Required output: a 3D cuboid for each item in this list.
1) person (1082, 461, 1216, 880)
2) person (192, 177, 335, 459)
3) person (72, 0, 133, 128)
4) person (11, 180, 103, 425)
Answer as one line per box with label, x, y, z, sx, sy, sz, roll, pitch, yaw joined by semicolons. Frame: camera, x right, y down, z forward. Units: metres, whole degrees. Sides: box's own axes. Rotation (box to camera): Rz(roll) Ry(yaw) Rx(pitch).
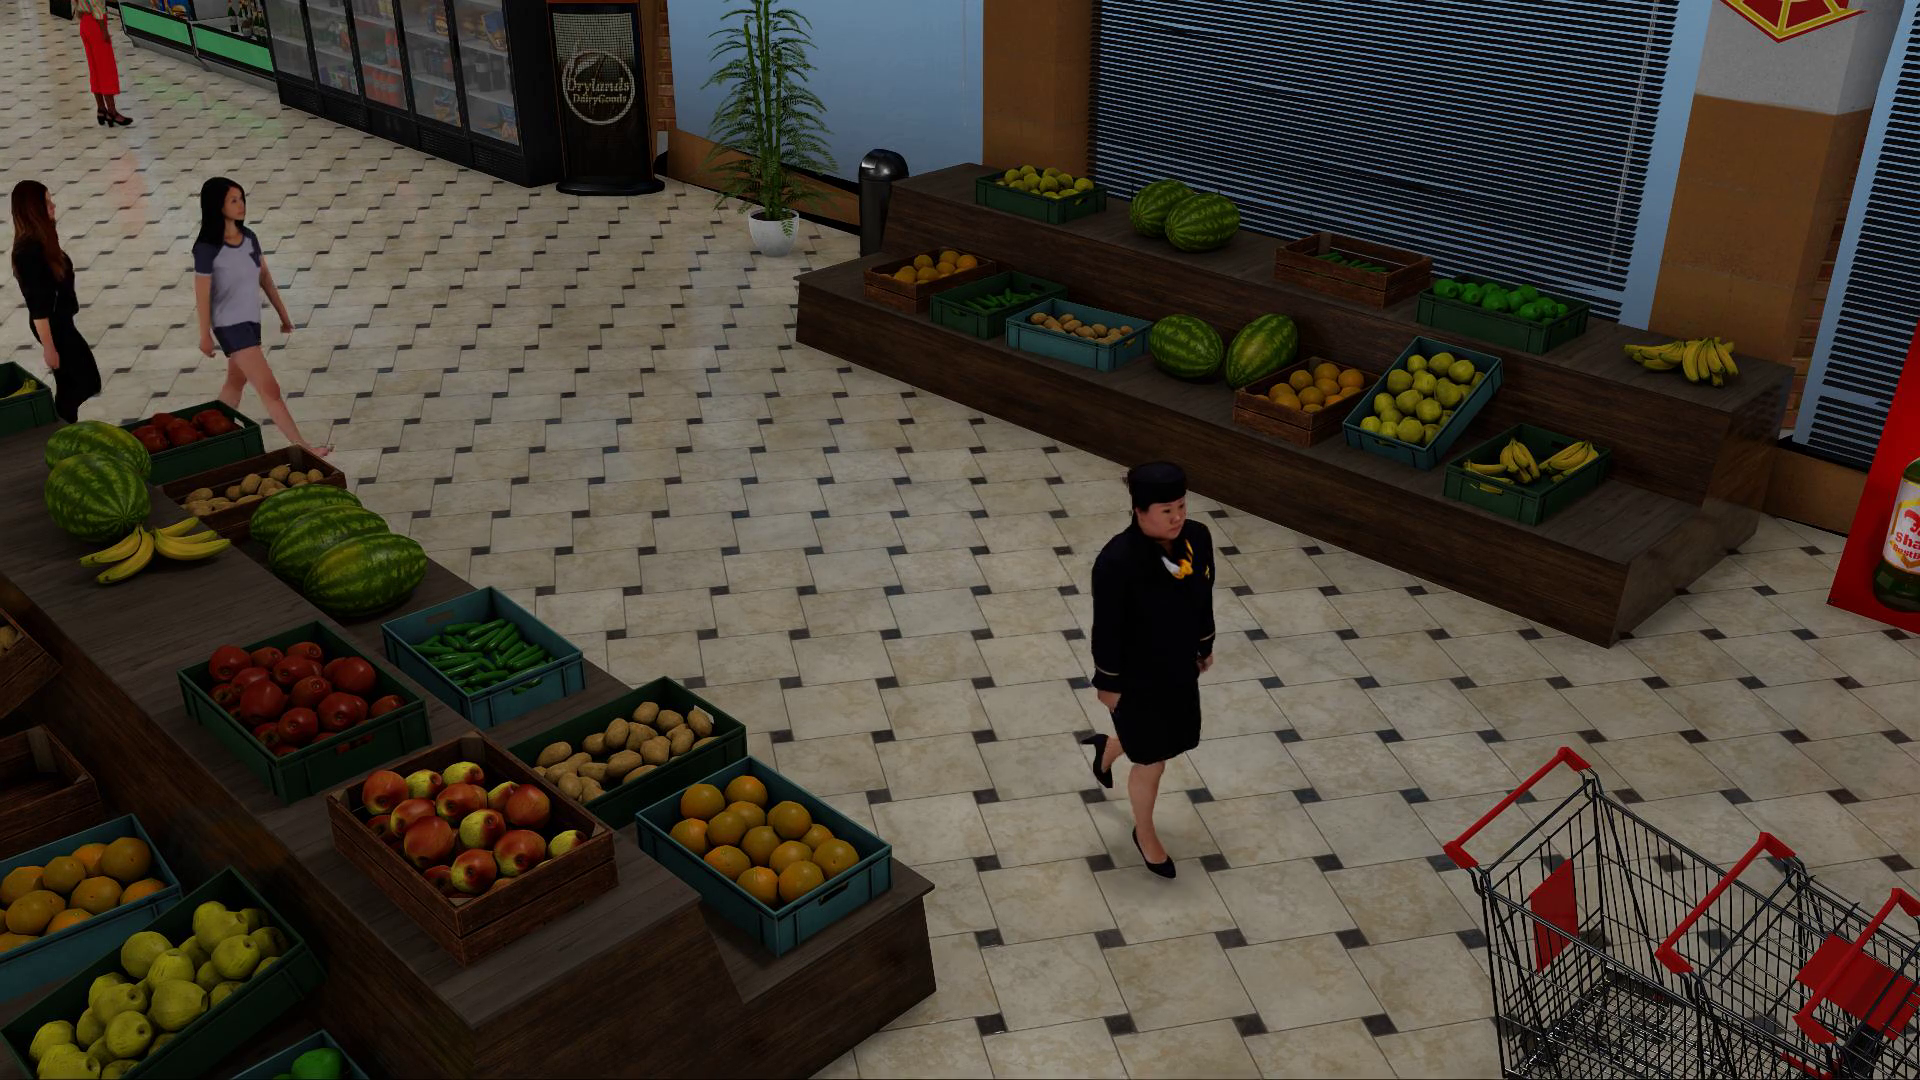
person;0.680;0.456;6.211;0.770;1.657;0.904;-18;32;-31
person;-4.199;-1.229;9.521;1.185;1.669;0.989;6;28;12
person;-8.971;-5.220;17.255;0.503;1.793;0.680;19;33;33
person;-5.187;-1.168;9.369;0.867;1.698;0.762;-13;30;-24
